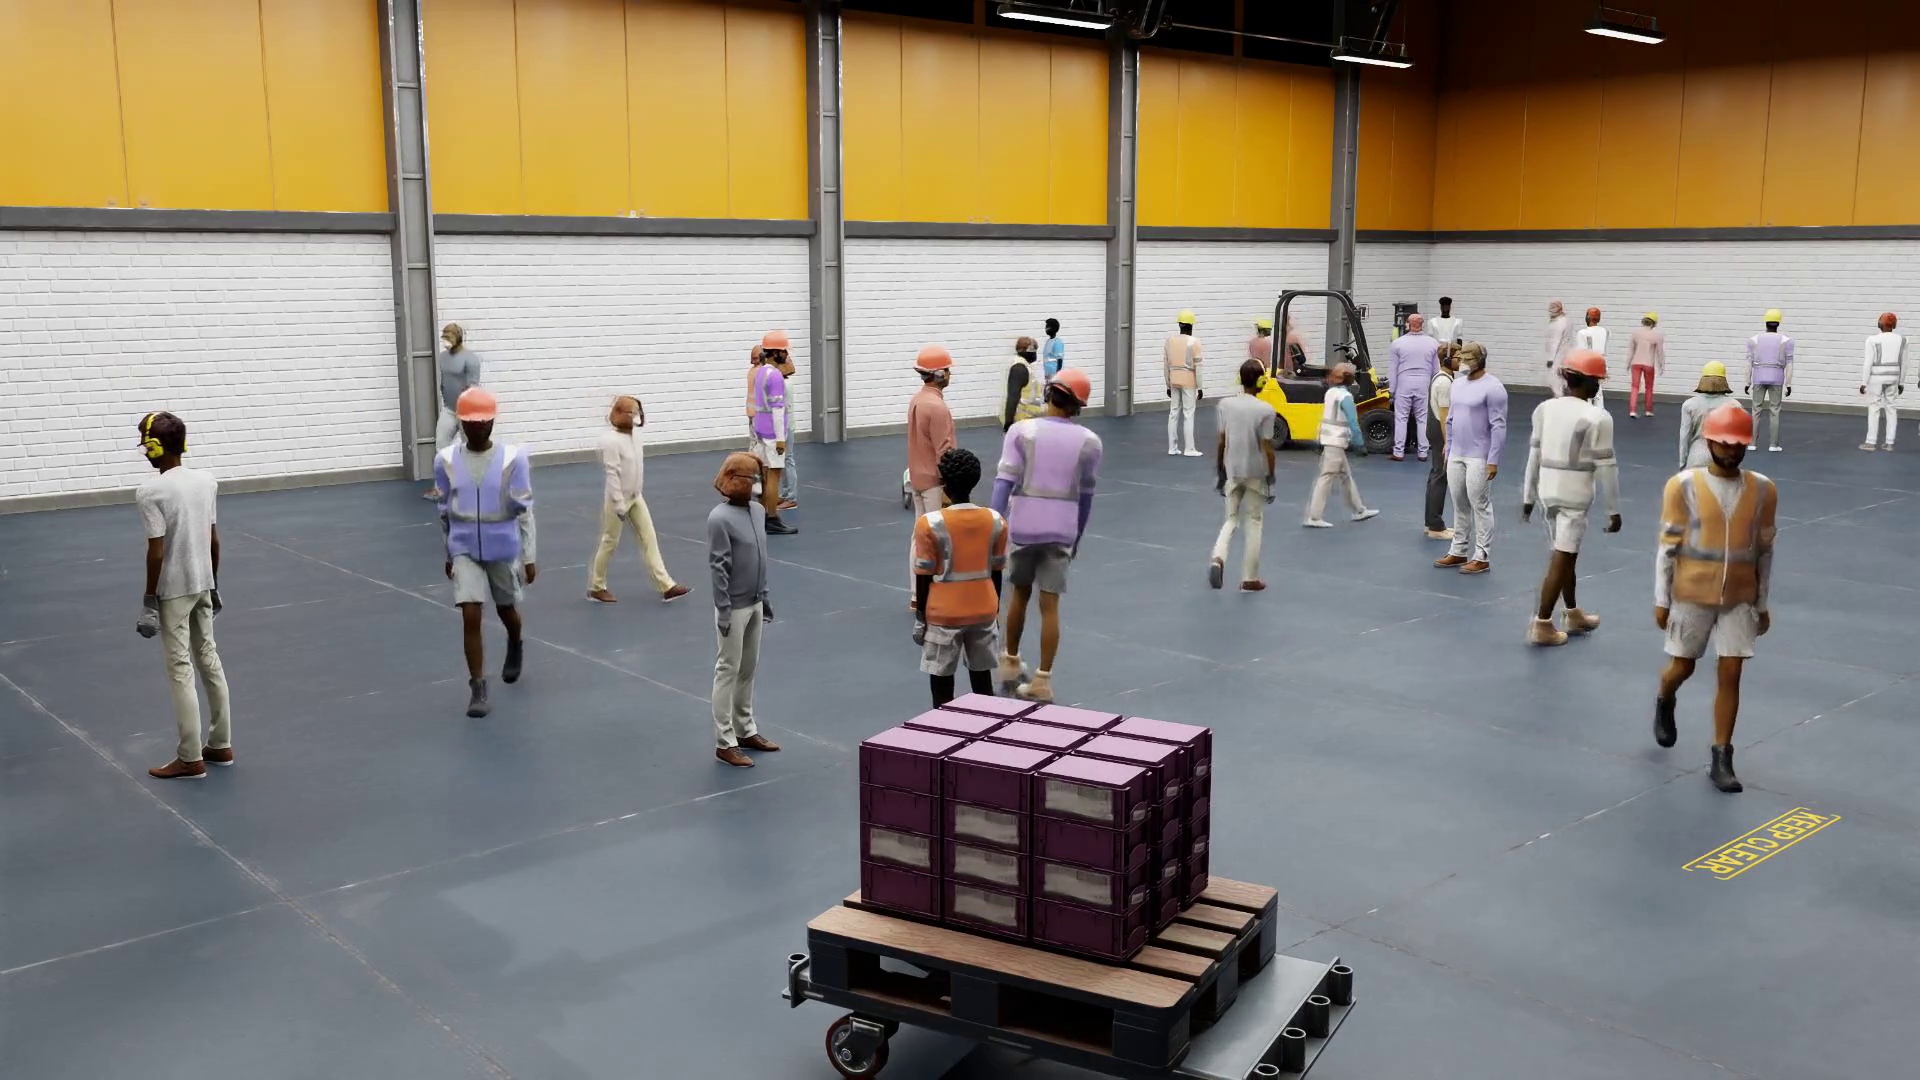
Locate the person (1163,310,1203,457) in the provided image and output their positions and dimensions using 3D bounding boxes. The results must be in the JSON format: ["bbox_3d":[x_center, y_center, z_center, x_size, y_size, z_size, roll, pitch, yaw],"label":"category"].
[{"bbox_3d":[2.952,-2.056,21.909,0.587,1.927,0.367,8,13,40],"label":"person"}]

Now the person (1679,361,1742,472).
[{"bbox_3d":[6.470,-0.674,14.377,0.484,1.736,0.305,4,11,24],"label":"person"}]

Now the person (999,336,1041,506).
[{"bbox_3d":[0.681,-1.242,17.543,0.675,1.792,0.700,0,10,-1],"label":"person"}]

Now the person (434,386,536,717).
[{"bbox_3d":[-2.780,0.027,9.827,0.560,1.907,0.872,-2,10,-9],"label":"person"}]

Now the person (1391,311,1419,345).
[{"bbox_3d":[6.893,-2.647,25.629,0.429,1.840,0.632,-3,10,-19],"label":"person"}]

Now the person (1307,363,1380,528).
[{"bbox_3d":[3.765,-0.915,16.154,0.840,1.599,0.540,-1,10,-6],"label":"person"}]

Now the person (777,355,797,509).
[{"bbox_3d":[-1.857,-1.140,17.394,0.285,1.636,0.497,-3,10,-16],"label":"person"}]

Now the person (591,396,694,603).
[{"bbox_3d":[-2.465,-0.290,12.567,0.828,1.587,0.513,4,11,24],"label":"person"}]

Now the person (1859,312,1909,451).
[{"bbox_3d":[12.527,-2.147,22.566,0.584,1.882,0.337,0,10,1],"label":"person"}]

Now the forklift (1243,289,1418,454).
[{"bbox_3d":[5.034,-2.339,22.783,2.313,2.155,1.214,3,10,16],"label":"forklift"}]

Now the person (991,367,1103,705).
[{"bbox_3d":[0.498,-0.041,9.976,0.706,1.976,0.742,-1,10,-4],"label":"person"}]

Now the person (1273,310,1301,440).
[{"bbox_3d":[4.783,-2.369,23.908,0.627,1.880,0.658,-1,10,-8],"label":"person"}]

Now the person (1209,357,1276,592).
[{"bbox_3d":[2.202,-0.488,12.925,0.547,1.855,0.584,7,12,36],"label":"person"}]

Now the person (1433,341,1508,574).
[{"bbox_3d":[4.262,-0.687,13.864,0.355,1.936,0.637,-4,11,-23],"label":"person"}]

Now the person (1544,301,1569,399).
[{"bbox_3d":[10.287,-3.186,28.719,0.396,1.872,0.739,5,11,27],"label":"person"}]

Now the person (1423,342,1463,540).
[{"bbox_3d":[4.521,-0.924,15.521,0.334,1.845,0.513,2,10,9],"label":"person"}]

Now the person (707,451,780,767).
[{"bbox_3d":[-1.135,0.349,8.687,0.287,1.634,0.497,4,10,21],"label":"person"}]

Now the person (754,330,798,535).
[{"bbox_3d":[-1.763,-1.023,15.828,0.379,1.938,0.547,-4,11,-23],"label":"person"}]

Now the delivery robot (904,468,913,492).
[{"bbox_3d":[-0.383,-0.676,17.569,0.477,0.478,0.707,1,10,6],"label":"delivery robot"}]

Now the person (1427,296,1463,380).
[{"bbox_3d":[8.282,-3.187,28.452,0.605,1.953,0.370,2,10,12],"label":"person"}]

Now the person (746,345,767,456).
[{"bbox_3d":[-2.279,-1.399,18.932,0.312,1.633,0.521,-4,11,-24],"label":"person"}]

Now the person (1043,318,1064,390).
[{"bbox_3d":[1.424,-2.549,25.466,0.317,1.696,0.540,-3,10,-17],"label":"person"}]

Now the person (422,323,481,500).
[{"bbox_3d":[-5.463,-1.355,17.837,0.662,1.910,0.833,6,12,33],"label":"person"}]

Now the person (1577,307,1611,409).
[{"bbox_3d":[9.295,-2.478,24.509,0.574,1.882,0.358,-4,10,-21],"label":"person"}]

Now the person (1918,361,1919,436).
[{"bbox_3d":[14.239,-2.310,24.230,0.512,1.642,0.311,6,11,32],"label":"person"}]

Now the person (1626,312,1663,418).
[{"bbox_3d":[11.179,-2.850,27.171,0.550,1.751,0.623,7,12,37],"label":"person"}]

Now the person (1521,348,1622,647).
[{"bbox_3d":[4.223,-0.283,11.271,0.886,2.010,0.652,-5,11,-25],"label":"person"}]

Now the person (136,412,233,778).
[{"bbox_3d":[-3.951,0.281,8.419,0.329,1.865,0.509,3,10,16],"label":"person"}]

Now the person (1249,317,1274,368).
[{"bbox_3d":[4.424,-2.395,24.439,0.469,1.743,0.521,-6,11,-29],"label":"person"}]

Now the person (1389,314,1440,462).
[{"bbox_3d":[5.835,-1.956,21.413,0.639,1.900,0.401,1,10,3],"label":"person"}]

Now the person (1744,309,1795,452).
[{"bbox_3d":[10.905,-2.145,22.432,0.594,1.925,0.370,6,11,32],"label":"person"}]

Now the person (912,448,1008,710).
[{"bbox_3d":[0.001,0.383,8.326,0.530,1.689,0.321,-6,11,-32],"label":"person"}]

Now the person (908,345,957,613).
[{"bbox_3d":[-0.188,-0.420,12.122,0.373,1.997,0.619,-4,10,-22],"label":"person"}]

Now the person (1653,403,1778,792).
[{"bbox_3d":[3.813,0.252,8.441,0.560,1.915,0.809,2,10,9],"label":"person"}]
